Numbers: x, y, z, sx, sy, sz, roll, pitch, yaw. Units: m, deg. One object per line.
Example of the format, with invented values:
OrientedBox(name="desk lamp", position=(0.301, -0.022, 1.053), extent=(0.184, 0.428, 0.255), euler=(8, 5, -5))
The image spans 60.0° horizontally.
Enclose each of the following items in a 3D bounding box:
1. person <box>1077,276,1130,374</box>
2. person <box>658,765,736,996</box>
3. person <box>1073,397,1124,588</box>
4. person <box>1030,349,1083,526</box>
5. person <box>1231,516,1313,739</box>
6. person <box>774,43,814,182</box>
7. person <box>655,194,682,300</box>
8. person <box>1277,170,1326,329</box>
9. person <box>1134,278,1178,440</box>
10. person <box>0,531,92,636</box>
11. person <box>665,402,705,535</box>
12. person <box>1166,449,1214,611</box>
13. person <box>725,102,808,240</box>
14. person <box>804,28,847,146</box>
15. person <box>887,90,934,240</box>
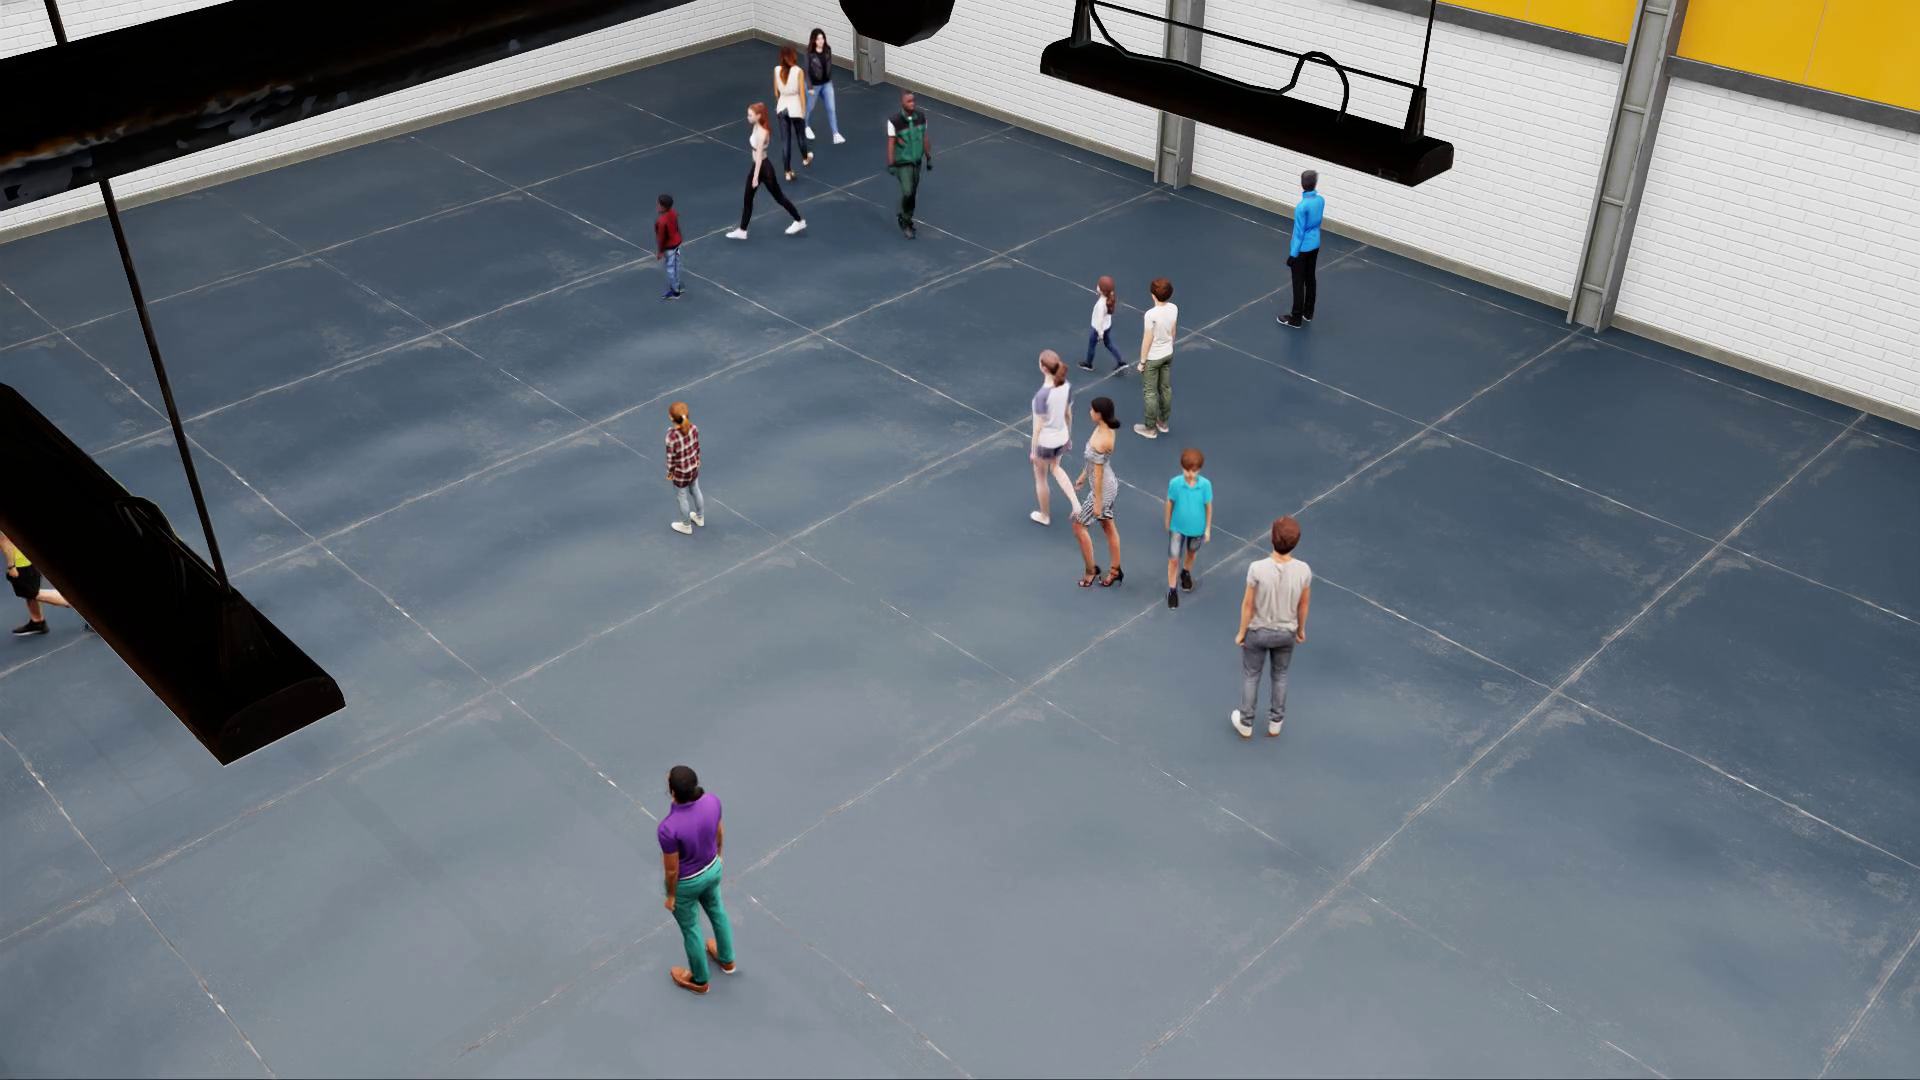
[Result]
OrientedBox(name="person", position=(1.548, -2.245, 17.458), extent=(0.830, 1.091, 0.564), euler=(18, 38, 26))
OrientedBox(name="person", position=(-1.642, 2.090, 10.325), extent=(0.587, 1.768, 0.640), euler=(24, 40, 31))
OrientedBox(name="person", position=(1.290, -0.373, 13.999), extent=(0.847, 1.803, 0.780), euler=(6, 34, 9))
OrientedBox(name="person", position=(0.857, -0.839, 14.747), extent=(0.604, 1.751, 0.772), euler=(-25, 41, -32))
OrientedBox(name="person", position=(2.316, 0.666, 12.350), extent=(0.740, 1.896, 0.783), euler=(-2, 34, -3))
OrientedBox(name="person", position=(-2.265, -5.596, 21.901), extent=(1.060, 1.753, 1.009), euler=(7, 34, 10))
OrientedBox(name="person", position=(-3.319, -3.400, 19.059), extent=(0.607, 1.243, 0.615), euler=(23, 40, 30))
OrientedBox(name="person", position=(3.798, -3.205, 18.264), extent=(0.504, 1.797, 0.597), euler=(29, 43, 36))
OrientedBox(name="person", position=(1.929, -1.786, 16.259), extent=(0.614, 1.654, 0.571), euler=(-22, 40, -30))
OrientedBox(name="person", position=(-7.496, 0.070, 13.437), extent=(0.970, 1.686, 1.010), euler=(-9, 35, -13))
OrientedBox(name="person", position=(-2.461, -0.657, 14.875), extent=(0.530, 1.305, 0.536), euler=(26, 41, 33))
OrientedBox(name="person", position=(1.922, -0.178, 14.048), extent=(0.827, 1.424, 0.879), euler=(1, 34, 1))
OrientedBox(name="person", position=(-2.296, -4.457, 20.245), extent=(1.091, 1.689, 1.249), euler=(-9, 35, -13))
OrientedBox(name="person", position=(-2.012, -6.313, 23.127), extent=(0.809, 1.591, 1.148), euler=(-21, 39, -28))
OrientedBox(name="person", position=(-0.681, -4.655, 20.423), extent=(0.719, 1.822, 0.772), euler=(-24, 40, -32))
